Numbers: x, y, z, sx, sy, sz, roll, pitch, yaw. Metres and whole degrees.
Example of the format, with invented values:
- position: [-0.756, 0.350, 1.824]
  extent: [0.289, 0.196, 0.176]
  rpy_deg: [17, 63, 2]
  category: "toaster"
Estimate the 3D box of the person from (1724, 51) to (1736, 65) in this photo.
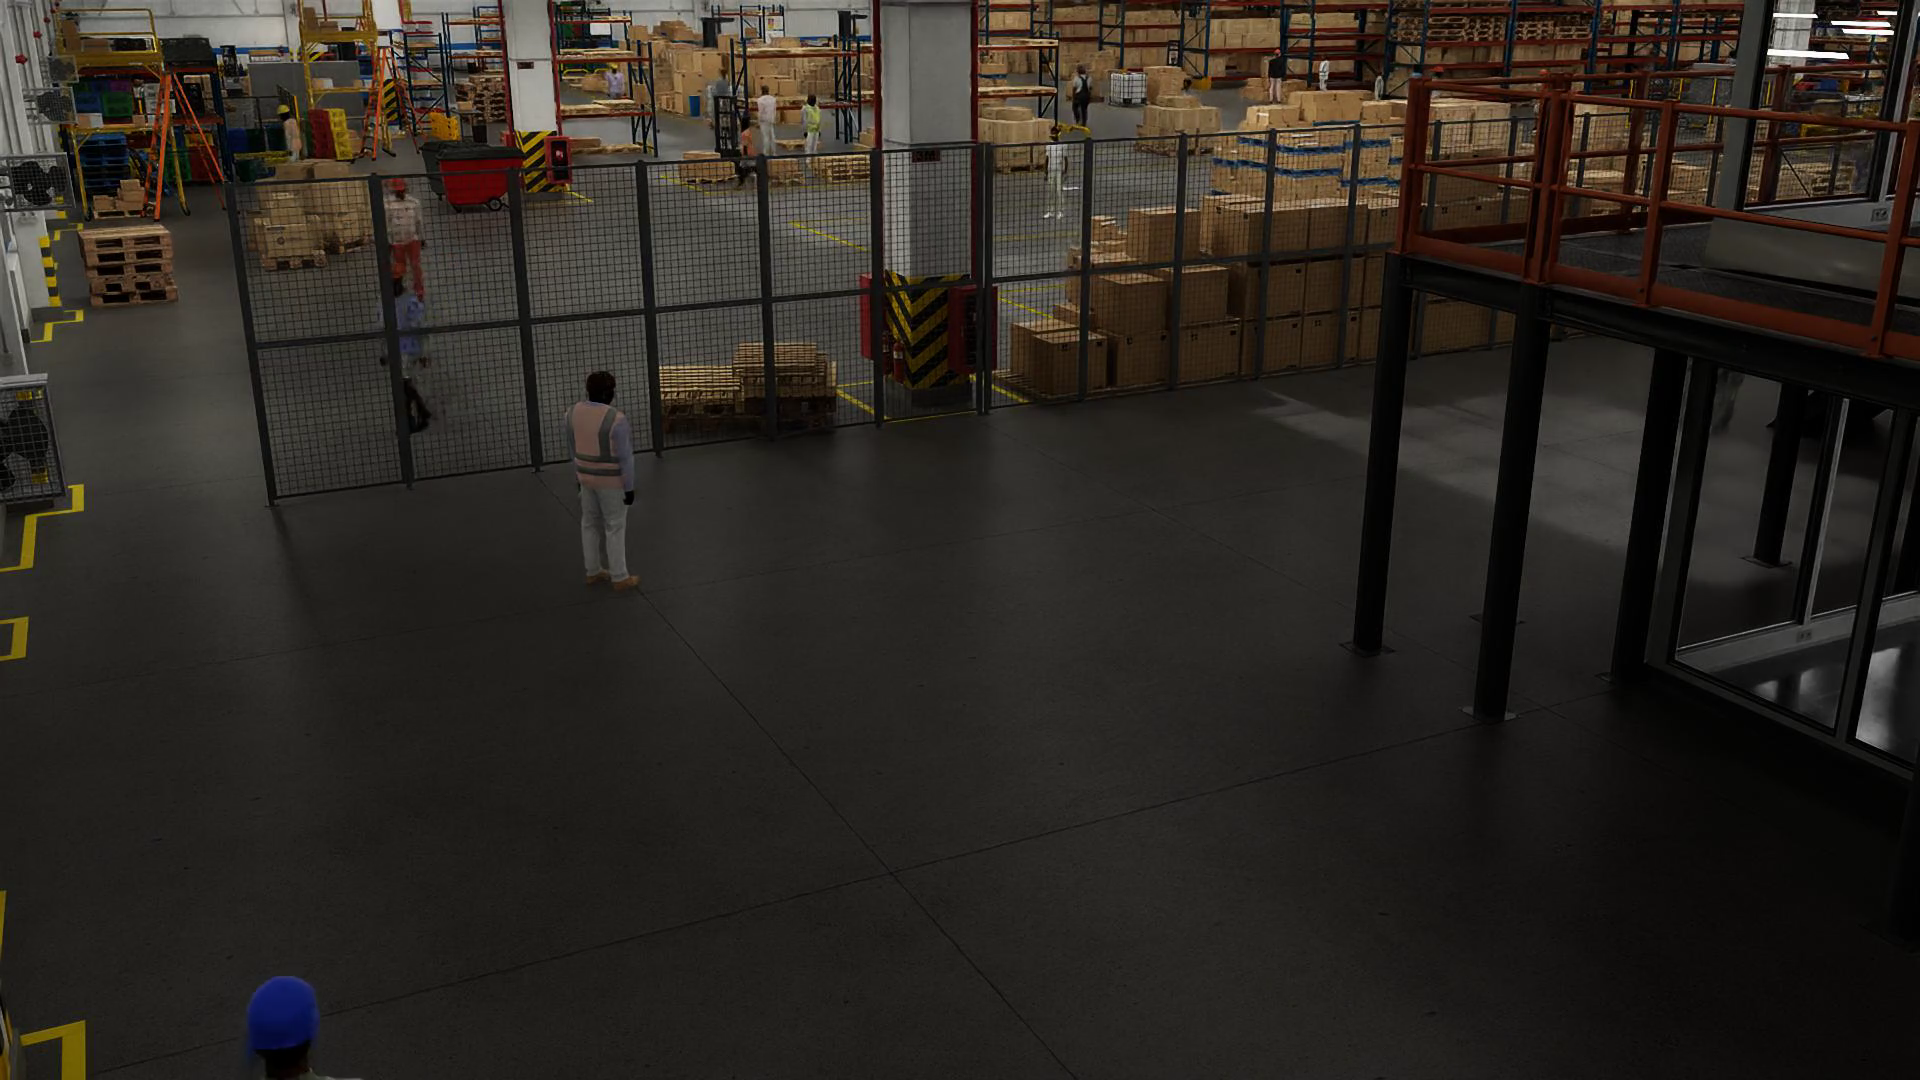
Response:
- position: [31.244, -19.006, 67.559]
  extent: [0.551, 1.684, 0.472]
  rpy_deg: [-4, 19, -11]
  category: "person"

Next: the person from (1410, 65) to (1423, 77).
- position: [15.837, -15.675, 57.894]
  extent: [0.540, 1.695, 0.317]
  rpy_deg: [-11, 22, -29]
  category: "person"

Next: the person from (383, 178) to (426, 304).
- position: [-8.468, -4.588, 25.351]
  extent: [0.664, 1.966, 0.672]
  rpy_deg: [-12, 22, -30]
  category: "person"

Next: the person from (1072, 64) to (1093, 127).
- position: [3.827, -14.031, 52.612]
  extent: [0.706, 2.000, 0.581]
  rpy_deg: [-8, 21, -22]
  category: "person"

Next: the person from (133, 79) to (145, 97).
- position: [-25.322, -13.406, 51.423]
  extent: [0.525, 1.632, 0.323]
  rpy_deg: [7, 20, 18]
  category: "person"

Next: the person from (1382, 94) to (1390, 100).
- position: [10.562, -10.140, 41.517]
  extent: [0.592, 1.919, 0.392]
  rpy_deg: [4, 19, 12]
  category: "person"

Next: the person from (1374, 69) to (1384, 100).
- position: [14.206, -15.130, 56.404]
  extent: [0.310, 1.638, 0.522]
  rpy_deg: [3, 19, 9]
  category: "person"

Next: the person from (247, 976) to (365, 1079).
- position: [-2.185, 2.281, 5.550]
  extent: [0.607, 1.895, 0.996]
  rpy_deg: [-8, 21, -22]
  category: "person"

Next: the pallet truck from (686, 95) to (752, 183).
- position: [-5.836, -9.608, 39.856]
  extent: [0.823, 1.965, 1.885]
  rpy_deg: [10, 22, 27]
  category: "pallet truck"

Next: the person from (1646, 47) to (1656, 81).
- position: [29.973, -20.512, 72.068]
  extent: [0.512, 1.598, 0.800]
  rpy_deg: [-8, 21, -21]
  category: "person"

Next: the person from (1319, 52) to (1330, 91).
- position: [13.616, -17.306, 62.344]
  extent: [0.355, 1.883, 0.573]
  rpy_deg: [-4, 20, -13]
  category: "person"

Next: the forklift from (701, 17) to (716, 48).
- position: [-10.921, -21.323, 72.480]
  extent: [1.873, 2.768, 1.129]
  rpy_deg: [-9, 21, -25]
  category: "forklift"

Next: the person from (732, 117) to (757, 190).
- position: [-4.837, -8.863, 38.204]
  extent: [0.844, 1.662, 0.538]
  rpy_deg: [5, 20, 14]
  category: "person"

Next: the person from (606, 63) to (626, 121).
- position: [-11.560, -15.071, 55.878]
  extent: [0.596, 1.886, 0.979]
  rpy_deg: [-7, 20, -20]
  category: "person"

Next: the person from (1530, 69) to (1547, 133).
- position: [17.889, -13.508, 51.251]
  extent: [0.552, 1.937, 0.356]
  rpy_deg: [-4, 19, -10]
  category: "person"

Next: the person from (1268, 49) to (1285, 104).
- position: [11.856, -17.357, 62.334]
  extent: [0.618, 1.984, 0.402]
  rpy_deg: [6, 20, 17]
  category: "person"

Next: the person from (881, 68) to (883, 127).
- position: [-2.360, -13.965, 52.584]
  extent: [0.391, 1.936, 0.644]
  rpy_deg: [-13, 23, -33]
  category: "person"

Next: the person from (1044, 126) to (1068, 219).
- position: [1.951, -7.486, 33.905]
  extent: [0.523, 1.865, 0.317]
  rpy_deg: [12, 22, 30]
  category: "person"

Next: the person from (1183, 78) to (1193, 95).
- position: [6.626, -12.447, 48.307]
  extent: [0.662, 1.853, 0.539]
  rpy_deg: [13, 23, 33]
  category: "person"

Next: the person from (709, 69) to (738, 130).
- position: [-7.506, -13.871, 52.387]
  extent: [1.028, 1.896, 0.626]
  rpy_deg: [12, 23, 32]
  category: "person"

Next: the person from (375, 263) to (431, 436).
- position: [-6.097, -2.060, 18.089]
  extent: [0.564, 1.918, 0.405]
  rpy_deg: [8, 21, 22]
  category: "person"

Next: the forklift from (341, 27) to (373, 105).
- position: [-22.275, -17.346, 60.954]
  extent: [1.873, 2.768, 1.129]
  rpy_deg: [-9, 21, -25]
  category: "forklift"

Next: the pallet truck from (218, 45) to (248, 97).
- position: [-28.879, -18.665, 66.111]
  extent: [0.823, 1.965, 1.885]
  rpy_deg: [-3, 19, -9]
  category: "pallet truck"

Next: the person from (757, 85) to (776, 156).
- position: [-5.167, -11.160, 44.440]
  extent: [0.358, 1.939, 0.636]
  rpy_deg: [15, 24, 37]
  category: "person"

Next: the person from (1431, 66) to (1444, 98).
- position: [15.280, -14.188, 53.255]
  extent: [0.474, 1.912, 0.573]
  rpy_deg: [2, 19, 5]
  category: "person"

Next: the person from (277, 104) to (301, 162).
- position: [-15.515, -9.128, 38.597]
  extent: [0.410, 1.915, 0.645]
  rpy_deg: [-2, 19, -6]
  category: "person"

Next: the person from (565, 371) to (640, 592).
- position: [-2.911, -0.483, 13.661]
  extent: [0.619, 1.836, 0.431]
  rpy_deg: [10, 21, 27]
  category: "person"

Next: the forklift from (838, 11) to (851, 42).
- position: [-5.765, -25.036, 83.246]
  extent: [1.873, 2.768, 1.129]
  rpy_deg: [-9, 21, -25]
  category: "forklift"

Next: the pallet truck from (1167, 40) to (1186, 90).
- position: [9.045, -19.971, 69.895]
  extent: [0.823, 1.965, 1.885]
  rpy_deg: [-3, 19, -8]
  category: "pallet truck"

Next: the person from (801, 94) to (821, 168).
- position: [-3.787, -10.493, 42.659]
  extent: [0.430, 1.840, 0.626]
  rpy_deg: [12, 23, 32]
  category: "person"
